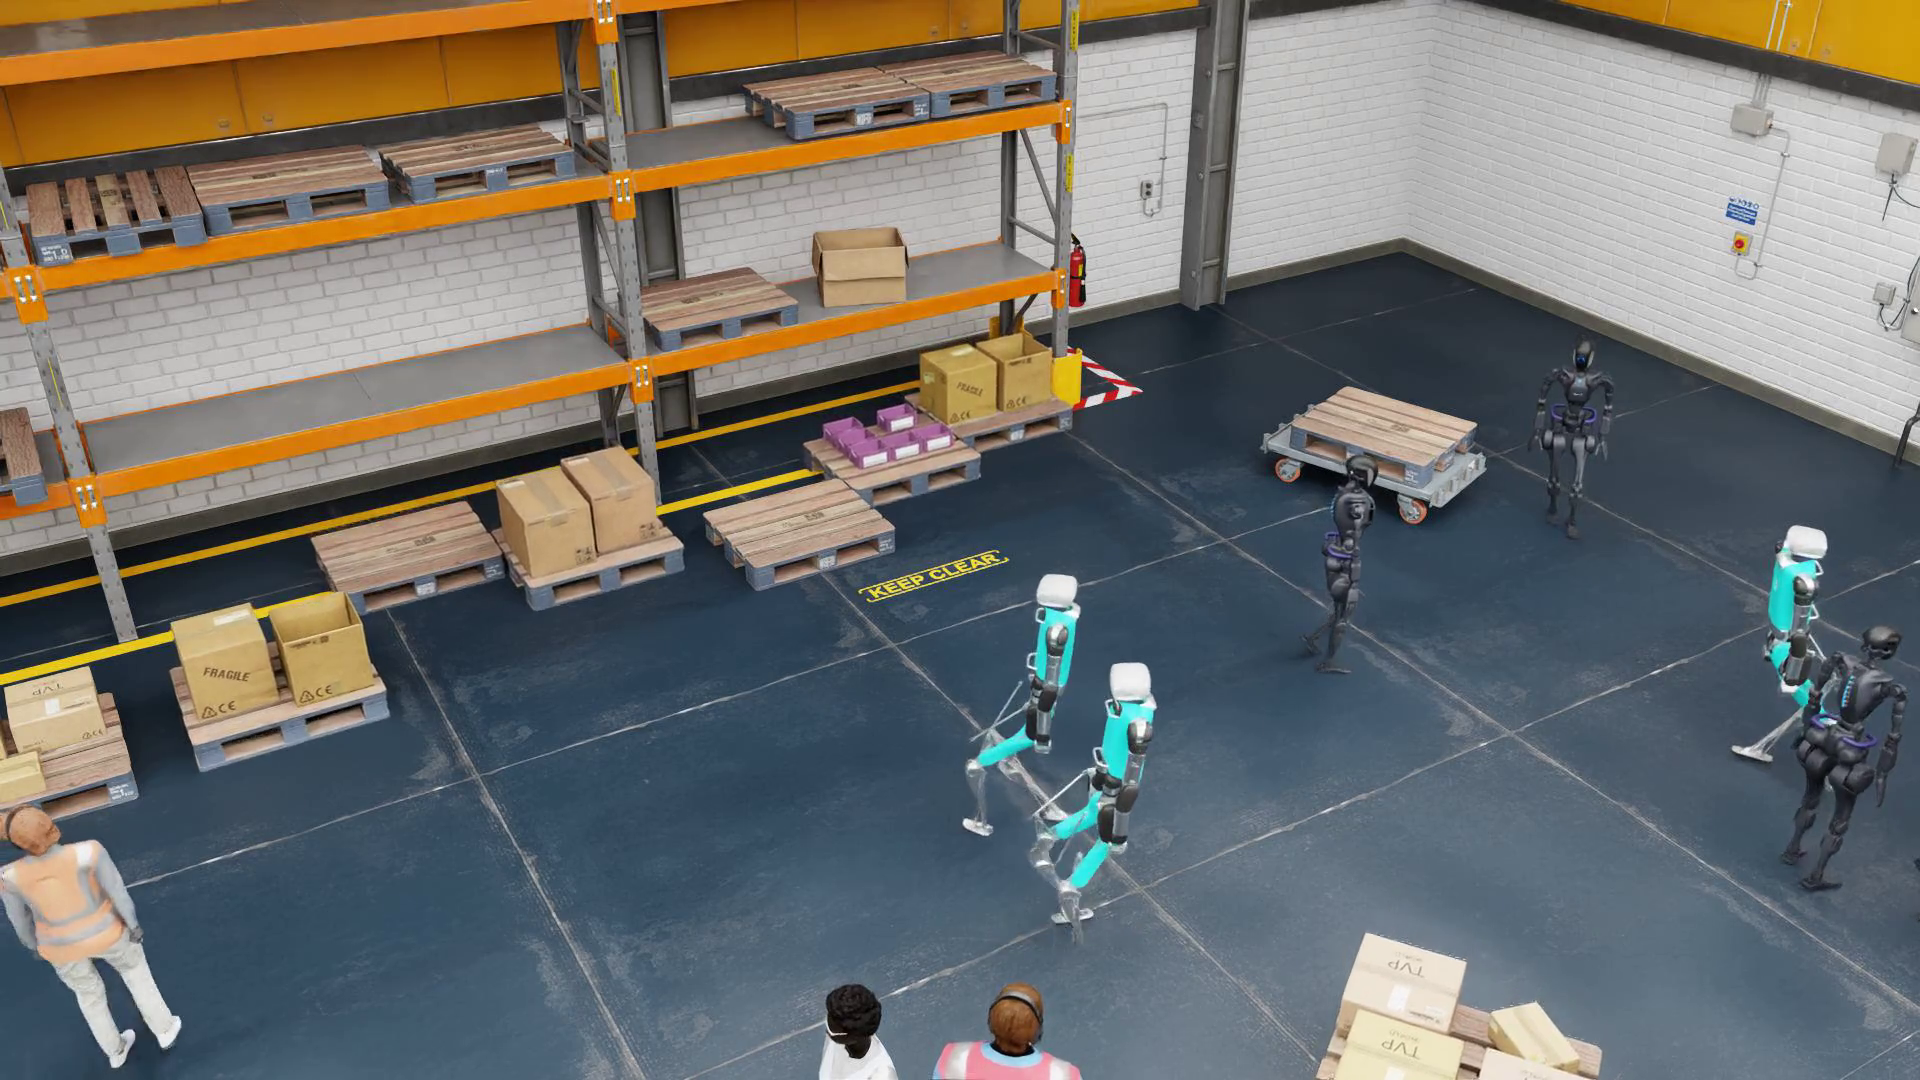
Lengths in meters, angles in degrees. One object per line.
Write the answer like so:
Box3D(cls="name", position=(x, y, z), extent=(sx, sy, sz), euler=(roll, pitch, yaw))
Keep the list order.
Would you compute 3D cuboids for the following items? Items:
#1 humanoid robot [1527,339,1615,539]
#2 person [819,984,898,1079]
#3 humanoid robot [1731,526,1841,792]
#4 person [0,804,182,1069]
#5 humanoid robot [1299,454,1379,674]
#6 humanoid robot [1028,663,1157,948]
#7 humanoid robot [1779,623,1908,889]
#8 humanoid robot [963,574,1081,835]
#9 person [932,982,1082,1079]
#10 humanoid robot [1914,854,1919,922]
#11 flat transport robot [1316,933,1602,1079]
Box3D(cls="humanoid robot", position=(4.789, -0.836, 13.035), extent=(0.612, 1.630, 0.466), euler=(10, 31, 16))
Box3D(cls="person", position=(-0.425, 2.532, 7.036), extent=(0.316, 1.699, 0.539), euler=(-16, 33, -27))
Box3D(cls="humanoid robot", position=(5.282, 0.778, 10.193), extent=(0.860, 1.857, 0.558), euler=(4, 30, 8))
Box3D(cls="person", position=(-4.286, 1.946, 8.162), extent=(0.582, 1.608, 0.360), euler=(-11, 31, -18))
Box3D(cls="humanoid robot", position=(2.576, 0.170, 11.239), extent=(0.374, 1.643, 0.596), euler=(2, 30, 4))
Box3D(cls="humanoid robot", position=(0.636, 1.502, 8.942), extent=(0.743, 1.894, 0.533), euler=(-3, 30, -5))
Box3D(cls="humanoid robot", position=(4.981, 1.204, 9.421), extent=(0.354, 1.651, 0.609), euler=(-15, 33, -24))
Box3D(cls="humanoid robot", position=(0.284, 0.990, 9.748), extent=(0.879, 1.774, 0.547), euler=(3, 30, 6))
Box3D(cls="person", position=(0.203, 2.561, 6.857), extent=(0.629, 1.836, 0.431), euler=(6, 30, 10))
Box3D(cls="humanoid robot", position=(5.472, 1.483, 8.917), extent=(0.343, 1.648, 0.611), euler=(-7, 30, -12))
Box3D(cls="flat transport robot", position=(2.336, 2.825, 7.974), extent=(0.659, 0.231, 1.431), euler=(13, 32, 21))
